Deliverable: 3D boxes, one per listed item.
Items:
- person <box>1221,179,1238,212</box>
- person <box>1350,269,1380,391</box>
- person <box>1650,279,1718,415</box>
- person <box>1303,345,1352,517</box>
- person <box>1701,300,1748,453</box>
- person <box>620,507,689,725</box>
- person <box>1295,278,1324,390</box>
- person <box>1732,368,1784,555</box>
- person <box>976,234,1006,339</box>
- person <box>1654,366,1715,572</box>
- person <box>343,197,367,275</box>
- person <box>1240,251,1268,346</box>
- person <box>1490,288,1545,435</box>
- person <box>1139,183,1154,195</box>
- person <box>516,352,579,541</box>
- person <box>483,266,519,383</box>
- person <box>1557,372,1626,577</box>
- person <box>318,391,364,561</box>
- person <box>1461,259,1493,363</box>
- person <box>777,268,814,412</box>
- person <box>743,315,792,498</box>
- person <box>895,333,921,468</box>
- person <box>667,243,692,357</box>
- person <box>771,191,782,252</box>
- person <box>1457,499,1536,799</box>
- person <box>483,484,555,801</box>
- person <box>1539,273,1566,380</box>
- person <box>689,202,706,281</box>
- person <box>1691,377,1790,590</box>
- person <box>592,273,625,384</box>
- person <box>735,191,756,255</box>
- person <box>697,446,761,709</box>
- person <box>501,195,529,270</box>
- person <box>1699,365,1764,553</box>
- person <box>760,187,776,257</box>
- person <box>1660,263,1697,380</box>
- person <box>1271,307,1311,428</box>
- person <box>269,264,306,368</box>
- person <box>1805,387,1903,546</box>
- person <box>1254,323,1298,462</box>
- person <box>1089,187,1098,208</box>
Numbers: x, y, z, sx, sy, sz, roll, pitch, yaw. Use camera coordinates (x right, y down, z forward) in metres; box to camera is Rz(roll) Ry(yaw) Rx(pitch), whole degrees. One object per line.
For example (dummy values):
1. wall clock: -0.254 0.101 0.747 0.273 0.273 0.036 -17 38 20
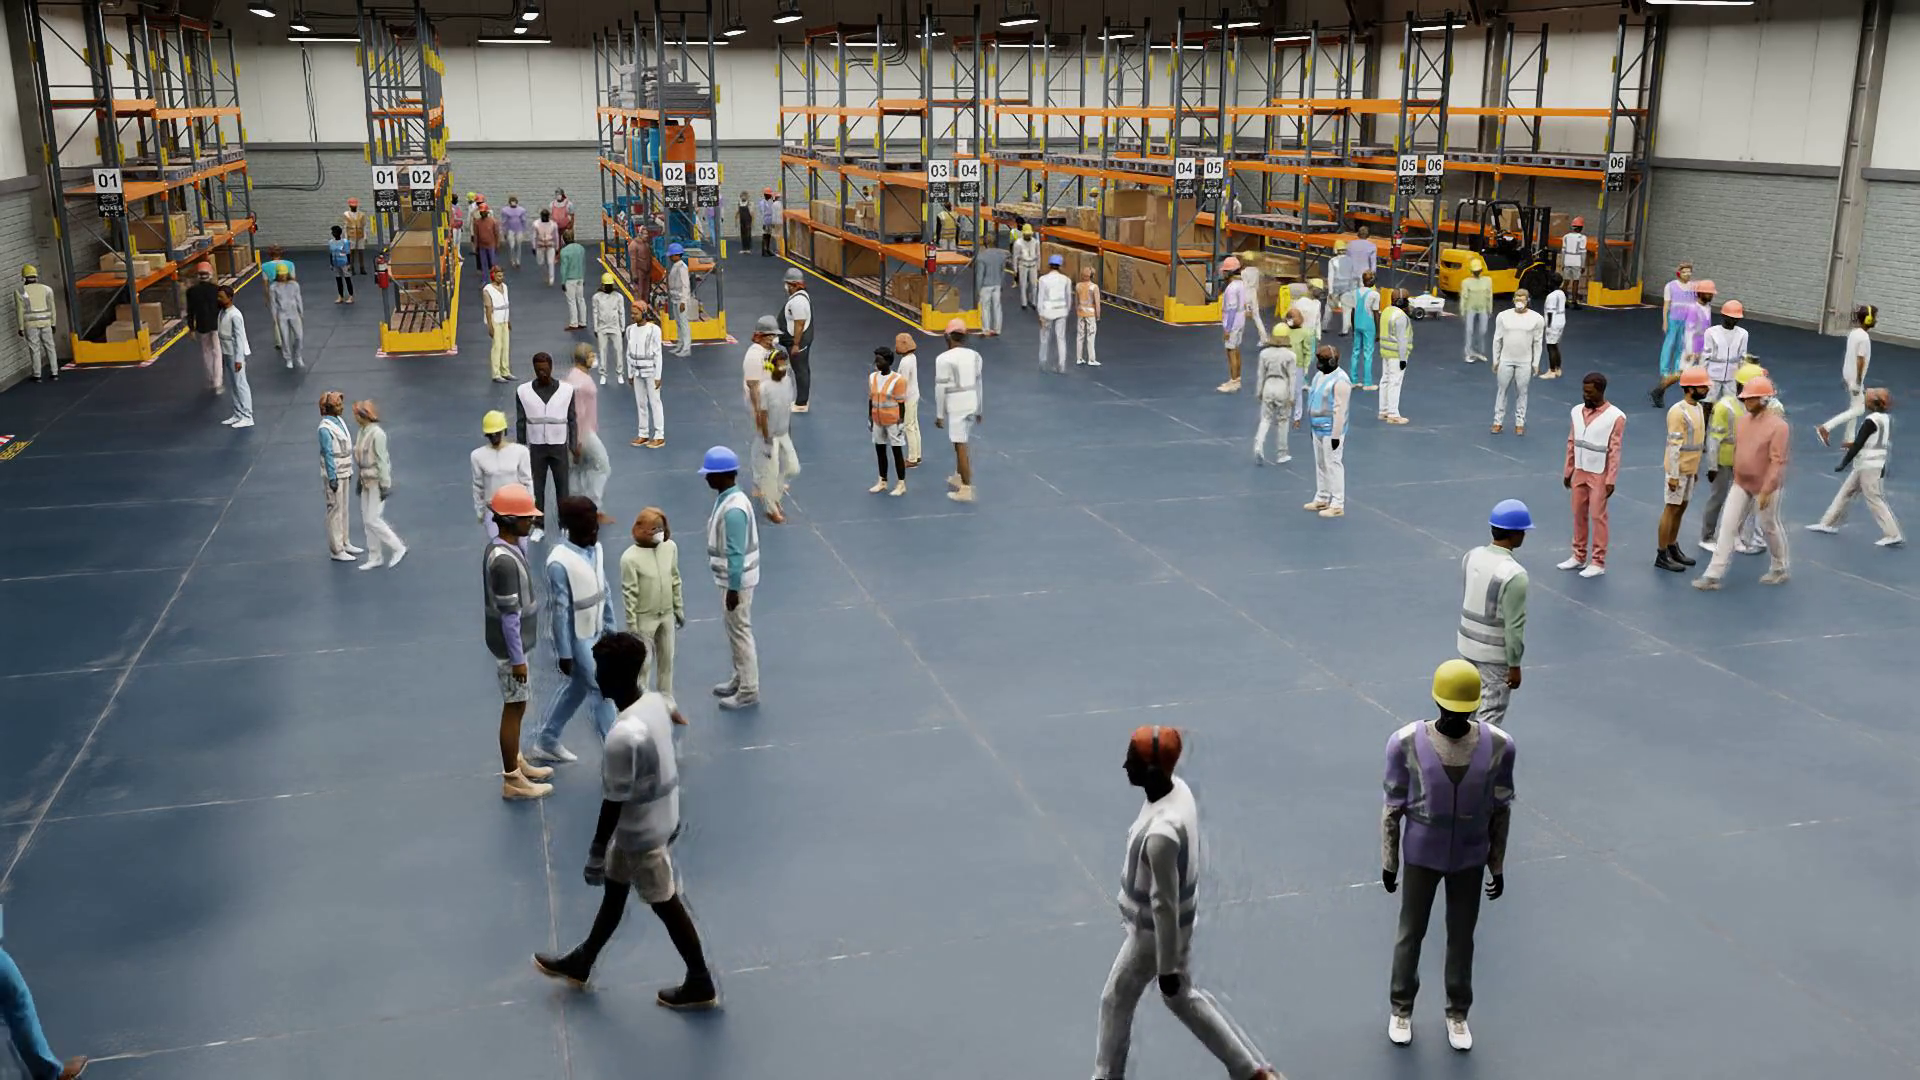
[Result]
1. person: 8.194 -10.041 50.897 0.605 1.948 0.404 -2 15 -6
2. person: 6.180 -3.194 25.332 0.342 1.846 0.509 -12 19 -39
3. person: 10.364 -2.759 23.597 0.552 1.907 0.914 -11 19 -36
4. person: 3.912 -1.168 17.742 0.431 1.832 0.627 -4 15 -14
5. person: 9.563 -2.042 20.843 0.543 1.929 0.387 1 15 4
6. person: -2.142 0.555 11.650 0.291 1.625 0.506 12 19 37
7. person: 5.183 -3.075 25.122 0.679 1.725 0.308 -11 19 -37
8. person: 7.776 -0.782 16.285 0.389 1.836 0.561 -5 16 -18
9. person: 0.570 -4.684 30.762 0.636 1.936 0.355 -9 18 -31
10. person: 6.834 -0.680 15.684 0.347 1.942 0.549 13 20 41
11. person: -15.243 -7.661 41.963 0.552 1.935 0.373 -10 18 -33
12. person: 5.235 -4.356 29.983 0.492 1.708 0.888 -10 18 -33
13. person: 7.352 -2.353 21.989 0.627 1.940 0.372 6 16 22
14. person: 5.589 -9.995 50.643 0.634 1.986 0.845 -9 17 -31
15. person: -4.143 -0.946 16.731 0.597 1.916 0.370 -3 15 -12
16. person: -7.234 -3.374 26.042 0.410 1.830 0.576 4 15 15
17. person: 5.904 -0.622 15.543 0.403 1.908 0.599 -8 17 -27
18. person: -6.002 -0.620 16.038 0.306 1.640 0.523 -1 15 -5
19. person: 8.702 -3.860 28.004 0.545 1.746 0.401 1 15 2
20. person: -2.352 -2.843 23.636 0.536 2.000 0.678 1 15 2
21. person: -2.138 -1.503 18.593 0.535 2.000 0.689 3 15 11
22. person: -0.635 -1.686 20.084 0.286 1.625 0.496 2 15 9
23. person: -4.838 -4.141 28.698 0.385 1.949 0.601 -7 16 -25
24. person: -5.341 -9.240 48.291 0.417 1.729 0.578 6 16 21
25. person: 3.382 0.691 10.545 0.426 1.938 0.604 -4 15 -14
26. person: -2.797 0.642 10.540 0.404 2.035 0.606 -4 15 -15
27. person: 9.419 -3.393 26.390 0.321 1.689 0.533 11 19 37
28. person: -6.479 -7.306 40.688 0.409 1.907 0.650 -6 16 -23
29. person: 7.206 -0.511 15.056 1.018 1.944 0.625 -7 16 -24
30. person: -5.458 -3.291 25.914 0.486 1.738 0.320 -3 15 -10
31. person: -6.128 -9.035 47.385 0.631 1.796 0.770 3 15 12
32. person: -1.674 0.264 12.148 0.429 1.937 0.628 -4 15 -13
33. person: -11.536 -7.983 43.239 0.644 1.909 0.809 -7 16 -24
34. person: 7.525 -0.779 16.169 0.616 1.886 0.570 -6 16 -20
35. person: -5.406 -8.941 46.803 0.387 1.929 0.545 5 16 19
36. person: 11.360 -3.457 26.319 0.570 1.845 0.384 -4 15 -14
37. person: 4.483 -2.327 22.474 0.500 1.633 0.289 10 18 33
38. person: -11.053 -3.678 27.369 0.517 1.720 0.637 -8 17 -28
39. person: 9.073 -0.746 16.636 0.894 1.576 0.503 11 18 35
40. person: 3.851 -1.774 20.215 0.491 1.732 0.598 10 18 34
41. person: 4.040 -9.775 50.288 0.313 1.744 0.487 0 15 1
